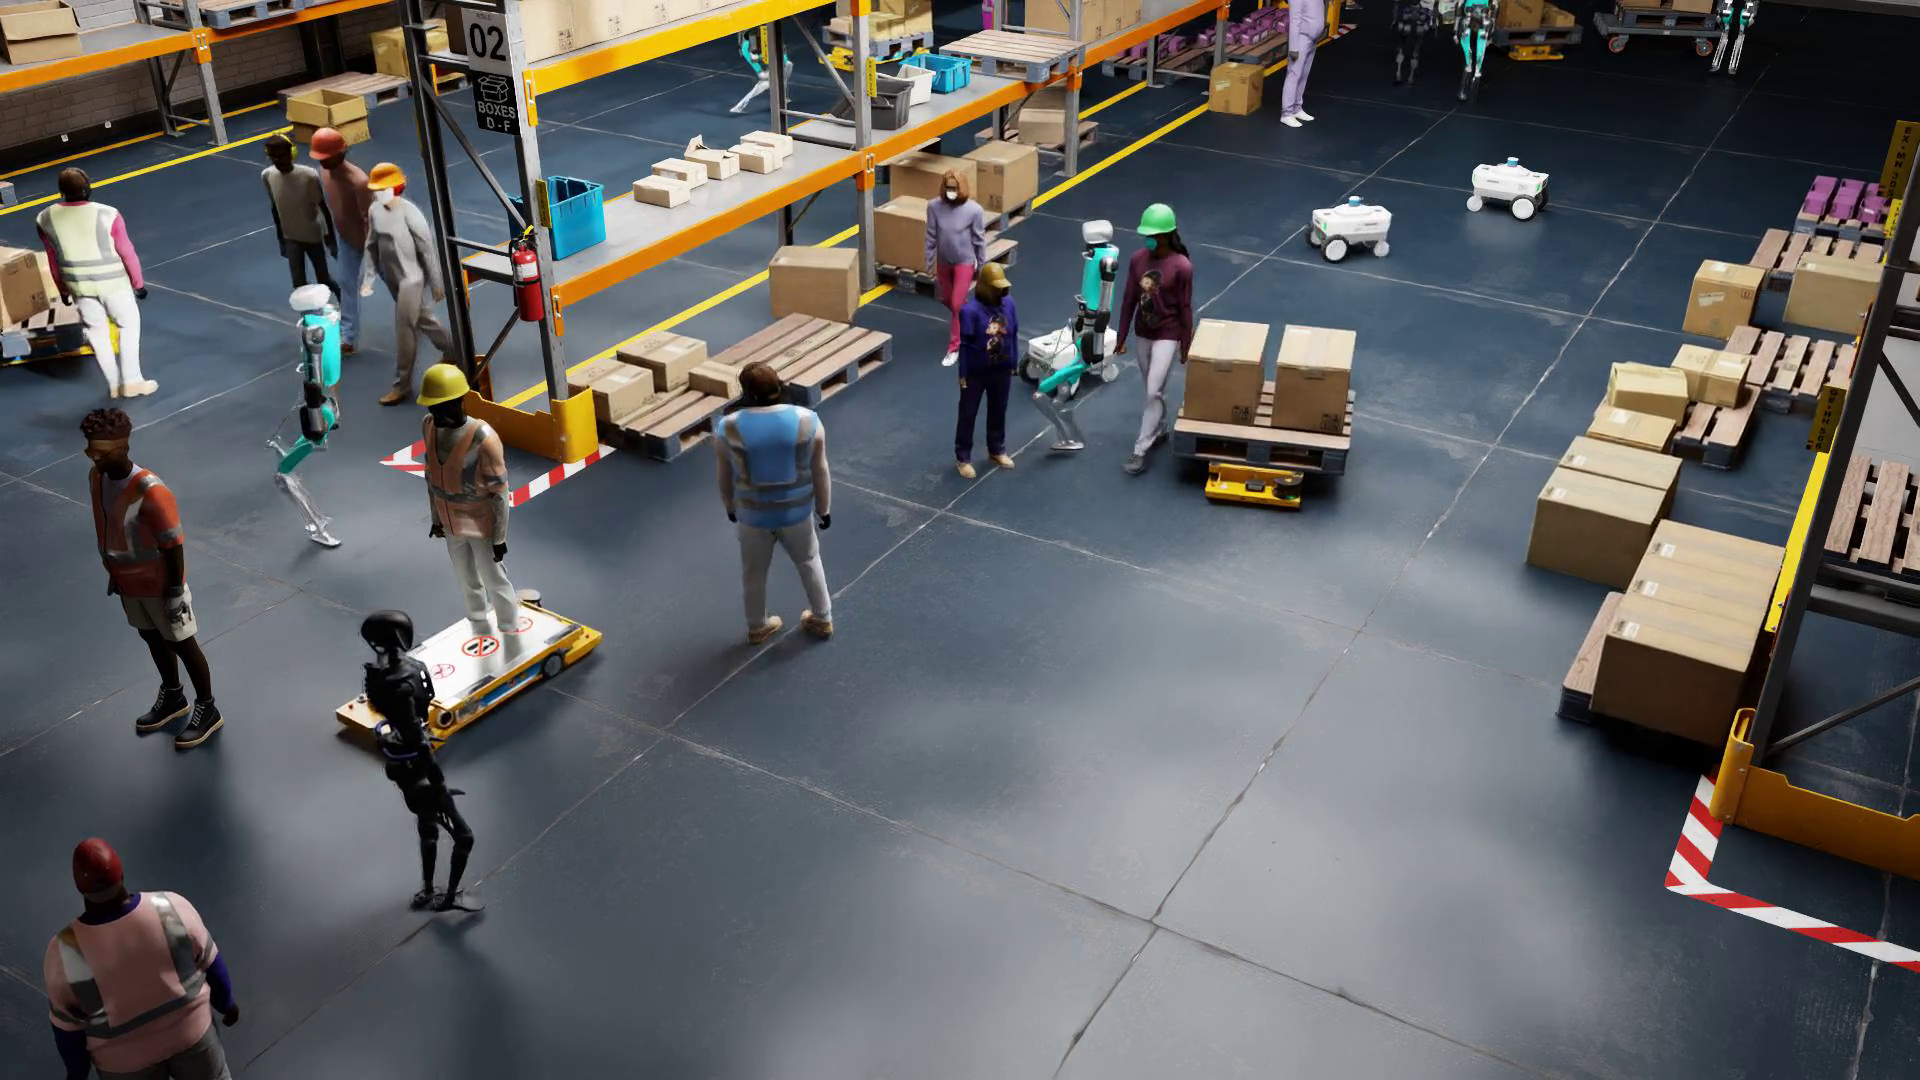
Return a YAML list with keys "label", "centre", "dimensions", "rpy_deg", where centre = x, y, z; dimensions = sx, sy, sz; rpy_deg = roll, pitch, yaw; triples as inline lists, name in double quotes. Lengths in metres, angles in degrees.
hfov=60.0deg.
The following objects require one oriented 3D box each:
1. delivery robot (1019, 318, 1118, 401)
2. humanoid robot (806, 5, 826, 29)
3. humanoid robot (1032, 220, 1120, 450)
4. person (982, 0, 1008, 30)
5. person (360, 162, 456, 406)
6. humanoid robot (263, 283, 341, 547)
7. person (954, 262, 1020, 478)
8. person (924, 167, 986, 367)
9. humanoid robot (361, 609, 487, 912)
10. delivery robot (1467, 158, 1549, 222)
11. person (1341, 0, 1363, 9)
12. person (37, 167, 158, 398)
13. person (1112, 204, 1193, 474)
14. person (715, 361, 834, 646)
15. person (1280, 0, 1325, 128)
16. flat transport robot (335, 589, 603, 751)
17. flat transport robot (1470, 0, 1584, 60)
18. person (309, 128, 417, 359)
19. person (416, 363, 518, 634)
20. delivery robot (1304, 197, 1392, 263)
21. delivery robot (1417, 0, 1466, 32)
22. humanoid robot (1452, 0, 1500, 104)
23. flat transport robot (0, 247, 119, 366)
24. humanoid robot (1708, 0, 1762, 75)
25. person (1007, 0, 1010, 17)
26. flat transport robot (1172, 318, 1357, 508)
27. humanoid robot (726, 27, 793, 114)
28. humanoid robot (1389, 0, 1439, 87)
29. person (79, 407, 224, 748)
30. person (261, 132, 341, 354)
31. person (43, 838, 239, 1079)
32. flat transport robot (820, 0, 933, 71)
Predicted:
- label: "delivery robot"
  centre: [0.885, -1.468, 13.257]
  dimensions: [0.801, 0.602, 0.499]
  rpy_deg: [-19, 34, -30]
- label: "humanoid robot"
  centre: [-2.130, -8.294, 24.184]
  dimensions: [0.596, 1.643, 0.369]
  rpy_deg: [10, 31, 17]
- label: "humanoid robot"
  centre: [0.752, -1.370, 11.923]
  dimensions: [0.727, 1.835, 0.554]
  rpy_deg: [-5, 30, -8]
- label: "person"
  centre: [0.421, -6.371, 20.607]
  dimensions: [0.341, 1.848, 0.512]
  rpy_deg: [3, 30, 6]
- label: "person"
  centre: [-4.336, -2.058, 12.990]
  dimensions: [0.563, 1.847, 0.993]
  rpy_deg: [17, 34, 28]
- label: "humanoid robot"
  centre: [-4.316, -0.796, 10.843]
  dimensions: [0.761, 1.761, 0.541]
  rpy_deg: [-3, 30, -6]
- label: "person"
  centre: [0.208, -1.188, 11.682]
  dimensions: [0.466, 1.615, 0.385]
  rpy_deg: [-14, 32, -23]
- label: "person"
  centre: [-0.016, -2.284, 13.623]
  dimensions: [0.499, 1.604, 0.702]
  rpy_deg: [12, 32, 21]
- label: "humanoid robot"
  centre: [-2.496, 1.016, 7.711]
  dimensions: [0.363, 1.657, 0.603]
  rpy_deg: [-14, 32, -23]
- label: "delivery robot"
  centre: [5.622, -3.624, 17.034]
  dimensions: [0.739, 0.566, 0.499]
  rpy_deg: [16, 33, 27]
- label: "person"
  centre: [6.030, -9.036, 25.410]
  dimensions: [0.320, 1.755, 0.571]
  rpy_deg: [-10, 31, -17]
- label: "person"
  centre: [-6.643, -1.966, 12.852]
  dimensions: [0.639, 1.822, 0.432]
  rpy_deg: [-6, 30, -10]
- label: "person"
  centre: [1.312, -1.425, 11.790]
  dimensions: [0.506, 1.916, 0.861]
  rpy_deg: [23, 37, 34]
- label: "person"
  centre: [-1.074, -0.179, 9.689]
  dimensions: [0.645, 1.814, 0.436]
  rpy_deg: [-5, 30, -9]
- label: "person"
  centre: [4.089, -5.886, 19.691]
  dimensions: [0.405, 1.905, 0.651]
  rpy_deg: [18, 34, 29]
- label: "flat transport robot"
  centre: [-2.815, 0.746, 9.621]
  dimensions: [0.659, 0.231, 1.431]
  rpy_deg: [18, 34, 29]
- label: "flat transport robot"
  centre: [7.830, -6.950, 23.236]
  dimensions: [0.659, 0.231, 1.431]
  rpy_deg: [-3, 30, -5]
- label: "person"
  centre: [-4.921, -2.495, 13.699]
  dimensions: [0.621, 1.908, 1.108]
  rpy_deg: [15, 33, 25]
- label: "person"
  centre: [-2.795, -0.111, 9.454]
  dimensions: [0.586, 1.927, 0.362]
  rpy_deg: [16, 33, 26]
- label: "delivery robot"
  centre: [3.724, -2.983, 15.932]
  dimensions: [0.787, 0.599, 0.499]
  rpy_deg: [-5, 30, -9]
- label: "delivery robot"
  centre: [7.074, -7.795, 24.452]
  dimensions: [0.499, 0.606, 0.809]
  rpy_deg: [-10, 31, -17]
- label: "humanoid robot"
  centre: [6.331, -6.188, 20.413]
  dimensions: [0.535, 1.803, 0.681]
  rpy_deg: [3, 30, 5]
- label: "flat transport robot"
  centre: [-7.737, -1.659, 13.876]
  dimensions: [1.431, 0.231, 0.659]
  rpy_deg: [-12, 32, -20]
- label: "humanoid robot"
  centre: [10.112, -6.918, 21.551]
  dimensions: [0.533, 1.677, 0.735]
  rpy_deg: [16, 33, 27]
- label: "person"
  centre: [0.582, -7.855, 23.383]
  dimensions: [0.601, 1.698, 0.894]
  rpy_deg: [-7, 30, -11]
- label: "flat transport robot"
  centre: [2.208, -0.660, 12.108]
  dimensions: [0.659, 0.231, 1.431]
  rpy_deg: [7, 30, 13]
- label: "humanoid robot"
  centre: [-2.375, -5.995, 20.103]
  dimensions: [1.035, 1.755, 0.545]
  rpy_deg: [-14, 32, -23]
- label: "humanoid robot"
  centre: [5.803, -6.630, 21.242]
  dimensions: [0.612, 1.648, 0.312]
  rpy_deg: [9, 31, 15]
- label: "person"
  centre: [-4.342, 0.200, 8.865]
  dimensions: [0.605, 1.966, 0.368]
  rpy_deg: [16, 33, 26]
- label: "person"
  centre: [-5.420, -2.537, 13.844]
  dimensions: [0.541, 1.834, 0.787]
  rpy_deg: [2, 30, 3]
- label: "person"
  centre: [-3.017, 1.830, 6.196]
  dimensions: [0.605, 1.753, 0.418]
  rpy_deg: [-22, 36, -33]
- label: "flat transport robot"
  centre: [-1.161, -6.653, 22.711]
  dimensions: [1.431, 0.231, 0.659]
  rpy_deg: [-25, 38, -36]
